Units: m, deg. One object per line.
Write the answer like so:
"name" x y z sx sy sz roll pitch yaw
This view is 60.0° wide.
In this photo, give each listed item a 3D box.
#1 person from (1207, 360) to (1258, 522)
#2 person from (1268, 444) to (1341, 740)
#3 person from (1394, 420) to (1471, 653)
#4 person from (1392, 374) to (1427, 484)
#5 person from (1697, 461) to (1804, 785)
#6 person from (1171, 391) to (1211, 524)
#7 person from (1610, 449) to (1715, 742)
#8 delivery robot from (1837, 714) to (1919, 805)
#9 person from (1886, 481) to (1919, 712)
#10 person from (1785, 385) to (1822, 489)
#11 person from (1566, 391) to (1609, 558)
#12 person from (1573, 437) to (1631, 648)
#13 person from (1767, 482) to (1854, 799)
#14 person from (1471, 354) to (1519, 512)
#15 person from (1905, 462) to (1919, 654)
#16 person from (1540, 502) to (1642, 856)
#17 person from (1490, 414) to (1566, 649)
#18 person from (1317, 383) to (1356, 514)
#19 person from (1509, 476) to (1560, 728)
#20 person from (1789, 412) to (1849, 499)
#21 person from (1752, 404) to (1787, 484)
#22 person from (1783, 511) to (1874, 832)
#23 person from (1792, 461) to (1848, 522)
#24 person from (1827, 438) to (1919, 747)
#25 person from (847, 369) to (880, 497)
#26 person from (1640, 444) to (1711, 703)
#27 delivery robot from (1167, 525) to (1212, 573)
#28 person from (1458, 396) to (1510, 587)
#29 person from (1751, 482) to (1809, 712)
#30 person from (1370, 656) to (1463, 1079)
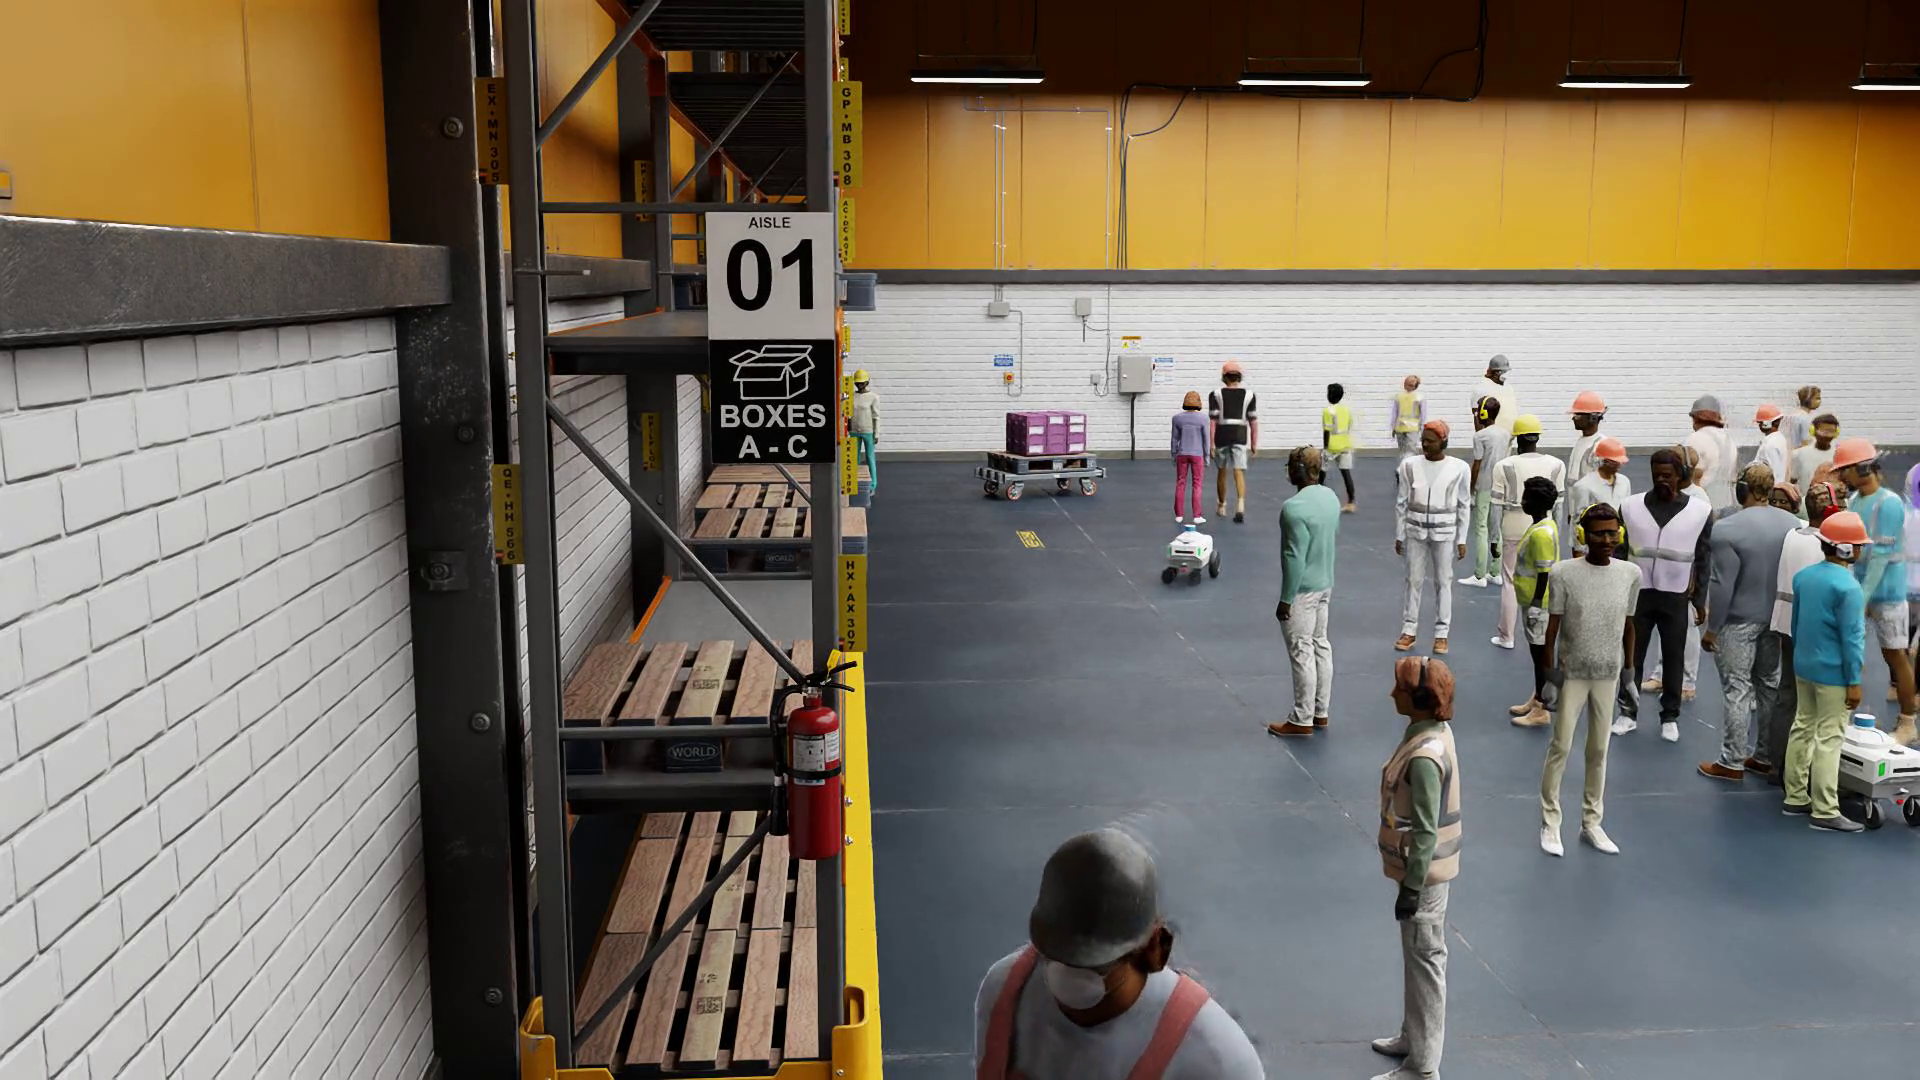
"person" 3.382 -1.221 20.598 0.630 1.994 0.955 0 9 2
"person" 2.266 0.336 10.924 0.354 1.938 0.635 7 11 36
"person" 3.792 -0.027 13.382 0.576 1.881 0.354 5 10 28
"person" 6.400 -1.562 23.858 0.526 1.621 0.635 8 12 42
"person" 4.705 0.494 9.933 0.629 1.940 0.379 -3 10 -18
"person" 2.823 -1.012 20.375 0.499 1.628 0.278 5 10 26
"person" 4.581 0.351 10.900 0.597 1.916 0.371 5 10 30
"delivery robot" 5.084 1.226 9.378 0.477 0.478 0.707 -2 9 -11
"person" 6.737 0.350 11.597 0.316 1.695 0.542 -1 9 -8
"person" 9.340 -0.789 18.333 0.566 1.823 0.519 3 10 19
"person" 5.364 -0.255 14.310 0.374 2.044 0.605 0 9 2
"person" 5.212 0.031 13.465 0.573 1.741 0.355 -4 10 -24
"person" 4.955 0.578 9.694 0.389 1.846 0.567 -2 9 -11
"person" 6.844 -1.344 21.158 0.690 2.000 0.538 -6 11 -35
"person" 7.735 0.041 13.123 0.429 1.837 0.624 -2 9 -11
"person" 3.307 0.726 8.705 0.521 1.868 0.335 0 9 -2
"person" 4.575 -0.060 13.487 0.586 1.918 0.395 0 9 1
"person" 4.751 -1.176 21.297 0.555 1.648 0.872 -7 11 -36
"person" 3.882 0.414 11.191 0.320 1.695 0.537 3 10 19
"person" 7.674 -0.247 14.928 0.518 1.840 0.809 2 9 15
"person" 8.110 -0.495 16.746 0.338 1.744 0.561 5 11 31
"person" 4.794 0.710 9.150 0.328 1.753 0.560 -1 9 -3
"person" 6.559 0.211 12.661 0.498 1.634 0.279 7 11 36
"person" 5.778 0.346 10.736 0.943 1.974 0.591 0 9 -1
"person" -1.346 -1.465 22.811 0.524 1.761 0.338 3 10 20
"person" 5.106 0.237 11.842 0.342 1.845 0.506 -2 9 -10
"delivery robot" 2.280 0.095 16.479 0.477 0.478 0.707 3 9 17
"person" 5.143 -0.471 16.246 0.510 1.862 0.327 -6 11 -34
"person" 5.574 0.418 11.350 0.525 1.639 0.307 7 11 38
"person" 1.710 1.236 6.210 0.310 1.642 0.514 3 9 17
